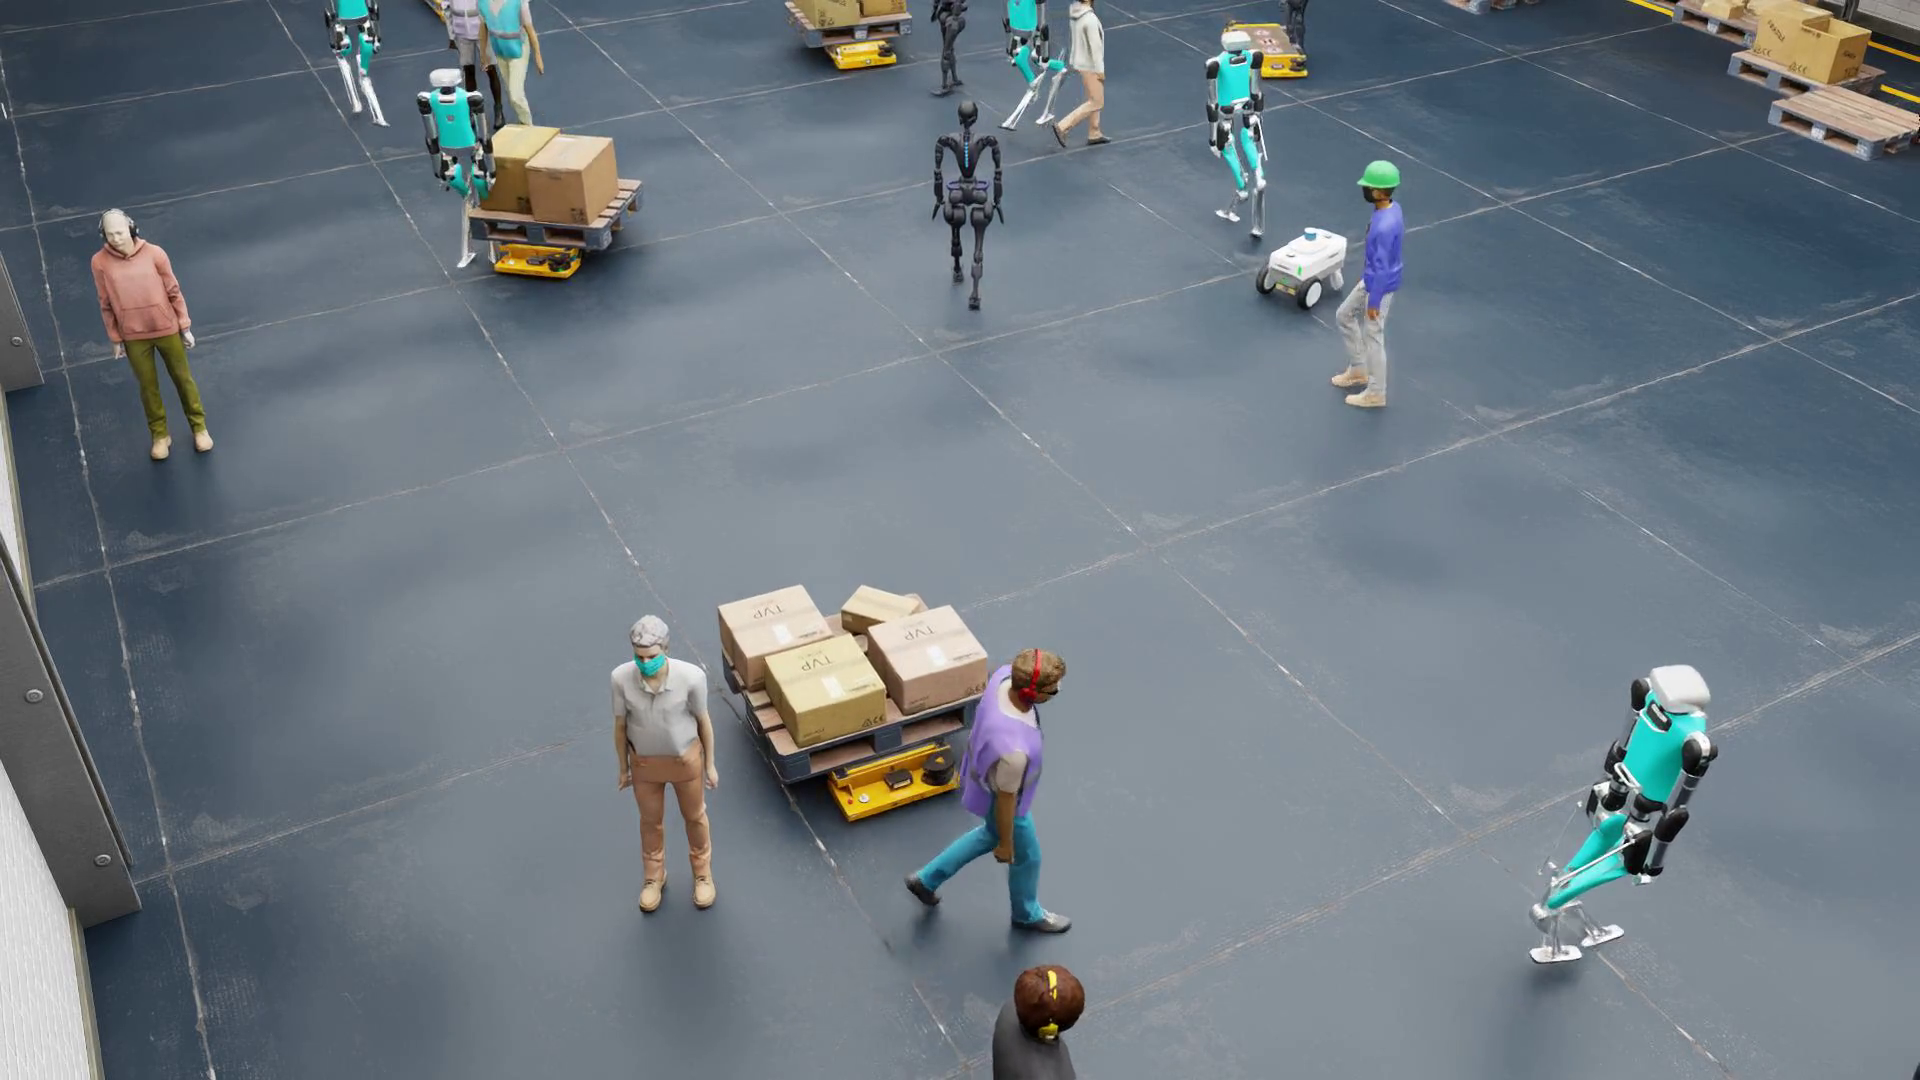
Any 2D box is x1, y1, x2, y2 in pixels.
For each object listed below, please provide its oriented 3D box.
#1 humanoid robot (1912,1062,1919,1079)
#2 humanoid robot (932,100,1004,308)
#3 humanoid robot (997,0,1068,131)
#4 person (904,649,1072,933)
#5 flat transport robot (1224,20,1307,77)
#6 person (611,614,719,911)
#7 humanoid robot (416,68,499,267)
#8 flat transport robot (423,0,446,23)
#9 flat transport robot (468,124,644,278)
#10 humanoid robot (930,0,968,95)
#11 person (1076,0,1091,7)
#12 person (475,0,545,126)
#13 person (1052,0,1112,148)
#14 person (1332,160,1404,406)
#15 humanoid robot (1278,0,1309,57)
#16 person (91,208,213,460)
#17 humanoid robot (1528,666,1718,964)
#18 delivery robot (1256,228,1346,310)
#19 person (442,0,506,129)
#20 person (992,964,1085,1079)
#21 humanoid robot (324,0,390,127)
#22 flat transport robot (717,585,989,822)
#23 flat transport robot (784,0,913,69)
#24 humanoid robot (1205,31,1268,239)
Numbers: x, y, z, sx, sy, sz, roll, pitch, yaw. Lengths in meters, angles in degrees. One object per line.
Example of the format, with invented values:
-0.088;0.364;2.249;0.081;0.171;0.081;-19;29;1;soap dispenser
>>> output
3.708;2.353;6.143;0.611;1.632;0.494;8;36;11;humanoid robot
0.065;-2.760;13.461;0.592;1.622;0.771;1;35;1;humanoid robot
0.742;-4.835;16.327;0.549;1.725;1.004;27;43;33;humanoid robot
0.138;1.189;7.680;0.757;1.805;0.634;-3;35;-4;person
3.394;-5.472;18.528;0.659;0.231;1.431;-2;35;-3;flat transport robot
-1.392;1.059;7.914;0.479;1.747;0.327;-1;35;-1;person
-4.106;-3.132;13.905;0.531;1.782;0.663;-1;35;-2;humanoid robot
-6.104;-6.568;20.094;0.659;0.231;1.431;-18;39;-24;flat transport robot
-3.483;-2.693;14.560;0.659;0.231;1.431;6;36;9;flat transport robot
-0.154;-5.509;17.351;0.456;1.647;0.589;-17;38;-23;humanoid robot
1.428;-6.722;18.882;0.569;1.905;0.843;-11;36;-15;person
-4.334;-4.630;15.972;0.630;1.819;0.522;16;38;21;person
1.219;-4.560;16.027;0.616;1.635;0.491;-9;36;-13;person
2.955;-1.833;11.964;0.551;1.849;0.491;8;36;11;person
3.685;-6.032;18.110;0.322;1.642;0.602;19;39;25;humanoid robot
-5.535;-1.422;11.380;0.521;1.836;0.362;-12;37;-16;person
2.874;1.344;7.536;0.832;1.791;0.540;-6;35;-9;humanoid robot
2.853;-2.267;13.703;0.525;0.594;0.765;29;44;35;delivery robot
-4.802;-5.016;16.423;0.544;1.939;0.370;1;35;1;person
0.288;2.234;6.131;0.354;1.873;0.501;-8;36;-11;person
-6.103;-5.043;16.658;0.541;1.769;0.882;-22;40;-28;humanoid robot
-0.587;0.976;9.322;0.659;0.231;1.431;-15;38;-20;flat transport robot
-1.250;-5.662;18.800;0.659;0.231;1.431;-12;37;-16;flat transport robot
2.476;-3.407;14.337;0.574;1.761;0.948;-12;37;-17;humanoid robot
